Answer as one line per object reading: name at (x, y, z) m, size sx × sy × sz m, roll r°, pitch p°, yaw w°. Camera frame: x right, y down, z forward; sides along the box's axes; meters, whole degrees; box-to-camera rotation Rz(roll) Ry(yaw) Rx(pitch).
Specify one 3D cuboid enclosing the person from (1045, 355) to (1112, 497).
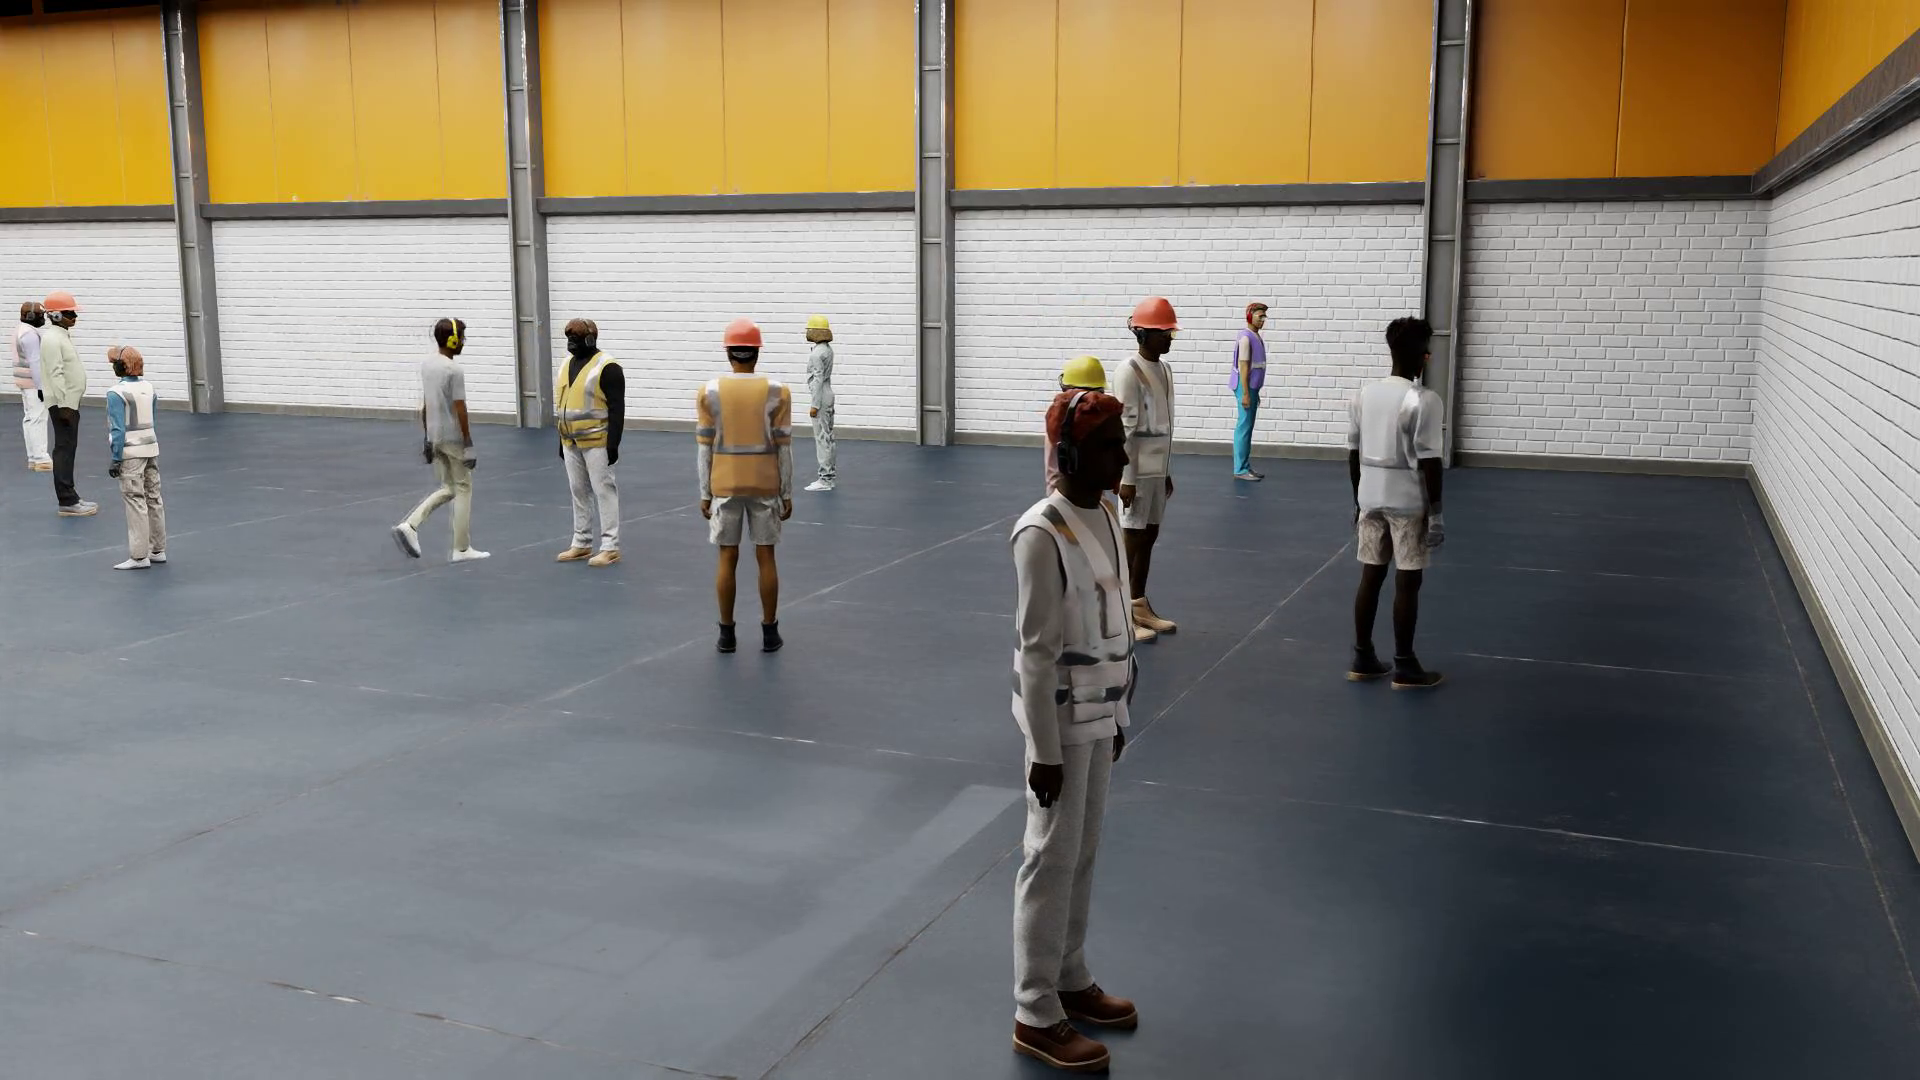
person at (0.625, -0.067, 8.584) m, size 0.316 × 1.766 × 0.533 m, roll 6°, pitch 11°, yaw 33°

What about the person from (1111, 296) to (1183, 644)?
person at (1.126, -0.418, 9.868) m, size 0.391 × 2.040 × 0.615 m, roll 5°, pitch 11°, yaw 30°

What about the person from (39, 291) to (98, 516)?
person at (-7.971, -1.215, 14.839) m, size 0.379 × 1.996 × 0.610 m, roll -4°, pitch 10°, yaw -22°

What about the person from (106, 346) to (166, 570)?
person at (-6.054, -0.603, 12.207) m, size 0.308 × 1.641 × 0.514 m, roll 1°, pitch 9°, yaw 4°

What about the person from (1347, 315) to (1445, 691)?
person at (2.307, -0.196, 8.755) m, size 0.362 × 1.962 × 0.612 m, roll -6°, pitch 11°, yaw -32°

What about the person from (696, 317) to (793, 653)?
person at (-1.236, -0.308, 9.568) m, size 0.547 × 1.929 × 0.392 m, roll -1°, pitch 9°, yaw -4°

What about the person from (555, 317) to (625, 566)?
person at (-2.768, -0.726, 12.351) m, size 0.634 × 1.839 × 0.429 m, roll 7°, pitch 12°, yaw 36°

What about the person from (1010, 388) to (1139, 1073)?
person at (0.323, 0.518, 4.674) m, size 0.339 × 1.882 × 0.585 m, roll 4°, pitch 10°, yaw 23°

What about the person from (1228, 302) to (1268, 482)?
person at (2.989, -1.536, 17.252) m, size 0.395 × 1.841 × 0.564 m, roll 4°, pitch 10°, yaw 20°

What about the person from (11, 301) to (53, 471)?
person at (-10.010, -1.663, 18.045) m, size 0.429 × 1.838 × 0.622 m, roll -8°, pitch 12°, yaw -39°

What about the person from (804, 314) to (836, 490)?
person at (-1.398, -1.363, 16.499) m, size 0.295 × 1.744 × 0.491 m, roll 1°, pitch 9°, yaw 8°

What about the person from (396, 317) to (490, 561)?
person at (-3.859, -0.728, 12.363) m, size 0.518 × 1.844 × 0.600 m, roll 8°, pitch 13°, yaw 41°
